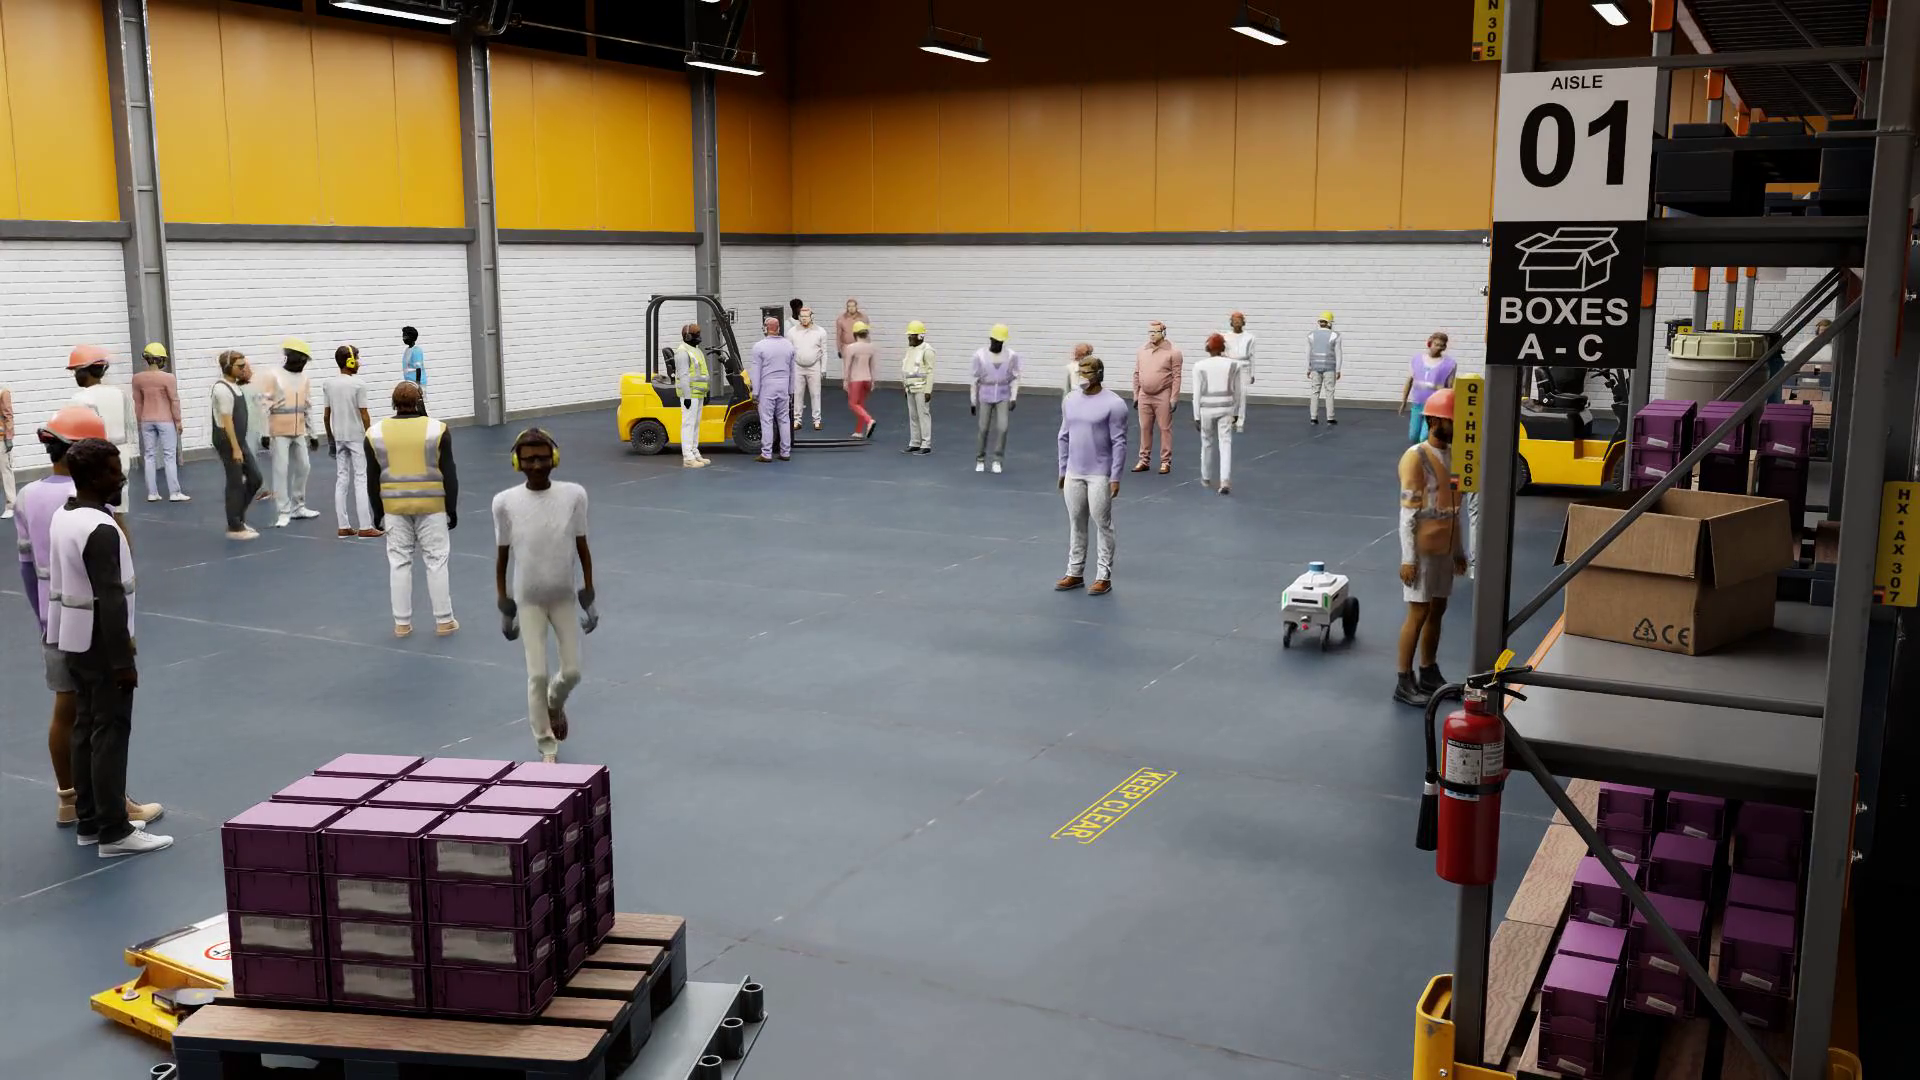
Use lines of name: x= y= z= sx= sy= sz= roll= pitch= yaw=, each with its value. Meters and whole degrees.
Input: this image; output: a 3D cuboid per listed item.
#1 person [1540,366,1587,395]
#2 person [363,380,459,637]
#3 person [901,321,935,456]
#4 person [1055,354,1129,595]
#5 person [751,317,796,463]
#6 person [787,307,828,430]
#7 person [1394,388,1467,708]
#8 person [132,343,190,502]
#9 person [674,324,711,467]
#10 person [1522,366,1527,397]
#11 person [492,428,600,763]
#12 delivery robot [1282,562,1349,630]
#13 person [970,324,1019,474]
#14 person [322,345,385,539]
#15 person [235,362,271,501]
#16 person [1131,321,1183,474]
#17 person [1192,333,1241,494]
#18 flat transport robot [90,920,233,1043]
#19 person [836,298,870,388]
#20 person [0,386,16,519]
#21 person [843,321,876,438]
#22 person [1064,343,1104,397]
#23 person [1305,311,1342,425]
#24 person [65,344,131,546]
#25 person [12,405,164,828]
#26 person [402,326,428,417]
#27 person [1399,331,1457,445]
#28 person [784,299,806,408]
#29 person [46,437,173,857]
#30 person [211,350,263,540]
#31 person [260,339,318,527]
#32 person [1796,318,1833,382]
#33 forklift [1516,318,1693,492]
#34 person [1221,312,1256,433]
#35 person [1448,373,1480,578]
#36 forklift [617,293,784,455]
person: x=8.281 y=-2.221 z=22.936 sx=0.682 sy=2.000 sz=0.536 roll=-1 pitch=10 yaw=-4
person: x=-3.906 y=-0.220 z=11.922 sx=0.619 sy=1.845 sz=0.430 roll=-1 pitch=10 yaw=-8
person: x=-0.583 y=-2.059 z=22.608 sx=0.404 sy=1.827 sz=0.601 roll=-6 pitch=12 yaw=-33
person: x=1.051 y=-0.527 z=13.422 sx=0.627 sy=1.941 sz=0.370 roll=8 pitch=12 yaw=38
person: x=-2.473 y=-1.972 z=21.908 sx=0.645 sy=1.903 sz=0.401 roll=-8 pitch=13 yaw=-39
person: x=-2.382 y=-2.649 z=25.797 sx=0.651 sy=1.907 sz=0.409 roll=0 pitch=10 yaw=2
person: x=2.890 y=0.042 z=10.125 sx=0.583 sy=1.932 sz=0.384 roll=-9 pitch=14 yaw=-43
person: x=-8.834 y=-1.290 z=18.362 sx=0.522 sy=1.761 sz=0.327 roll=1 pitch=10 yaw=6
person: x=-3.435 y=-1.861 z=21.427 sx=0.429 sy=1.844 sz=0.625 roll=1 pitch=10 yaw=7
person: x=7.666 y=-2.176 z=22.972 sx=0.358 sy=1.936 sz=0.552 roll=3 pitch=10 yaw=19
person: x=-2.198 y=0.310 z=8.830 sx=0.528 sy=1.851 sz=0.622 roll=-4 pitch=11 yaw=-21
delivery robot: x=2.525 y=0.398 z=11.799 sx=0.477 sy=0.478 sz=0.707 roll=4 pitch=11 yaw=24
person: x=0.427 y=-1.760 z=20.759 sx=0.603 sy=1.866 sz=0.683 roll=-2 pitch=10 yaw=-9
person: x=-5.868 y=-0.939 z=16.028 sx=0.518 sy=1.865 sz=0.330 roll=3 pitch=10 yaw=17
person: x=-7.863 y=-1.177 z=18.179 sx=0.528 sy=1.582 sz=0.858 roll=2 pitch=10 yaw=12
person: x=2.438 y=-1.780 z=20.769 sx=0.643 sy=1.908 sz=0.410 roll=6 pitch=12 yaw=31
person: x=2.957 y=-1.465 z=19.170 sx=0.572 sy=1.842 sz=1.009 roll=1 pitch=10 yaw=4
flat transport robot: x=-2.456 y=1.526 z=6.357 sx=0.652 sy=0.197 sz=1.431 roll=6 pitch=11 yaw=31
person: x=-2.044 y=-3.661 z=31.701 sx=0.657 sy=1.889 sz=0.519 roll=-2 pitch=10 yaw=-11
person: x=-10.039 y=-1.036 z=17.231 sx=0.522 sy=1.640 sz=0.306 roll=1 pitch=10 yaw=8
person: x=-1.438 y=-2.342 z=24.479 sx=0.533 sy=1.746 sz=0.614 roll=-9 pitch=13 yaw=-43
person: x=1.608 y=-1.687 z=21.123 sx=0.530 sy=1.600 sz=0.850 roll=9 pitch=14 yaw=43
person: x=5.813 y=-2.742 z=26.572 sx=0.591 sy=1.824 sz=0.404 roll=6 pitch=11 yaw=29
person: x=-6.911 y=-0.554 z=13.329 sx=0.483 sy=2.023 sz=0.612 roll=3 pitch=10 yaw=19
person: x=-4.153 y=0.378 z=7.911 sx=0.605 sy=2.033 sz=0.398 roll=4 pitch=11 yaw=24
person: x=-7.955 y=-2.275 z=24.266 sx=0.321 sy=1.690 sz=0.536 roll=-7 pitch=12 yaw=-35
person: x=5.675 y=-1.618 z=20.088 sx=0.628 sy=1.813 sz=0.736 roll=7 pitch=12 yaw=36
person: x=-2.908 y=-3.274 z=29.319 sx=0.412 sy=1.951 sz=0.609 roll=5 pitch=11 yaw=25
person: x=-3.937 y=0.489 z=7.599 sx=0.375 sy=1.917 sz=0.597 roll=-10 pitch=14 yaw=-44
person: x=-6.904 y=-0.895 z=15.852 sx=0.385 sy=1.830 sz=0.528 roll=-1 pitch=10 yaw=-5
person: x=-6.801 y=-1.086 z=16.849 sx=0.367 sy=1.879 sz=0.685 roll=4 pitch=11 yaw=24
person: x=10.945 y=-1.850 z=21.135 sx=0.650 sy=1.915 sz=0.652 roll=4 pitch=11 yaw=21
forklift: x=7.066 y=-1.601 z=18.899 sx=2.313 sy=2.155 sz=1.214 roll=5 pitch=11 yaw=27
person: x=4.272 y=-2.609 z=25.749 sx=0.593 sy=1.863 sz=0.855 roll=1 pitch=10 yaw=7
person: x=4.291 y=-0.537 z=14.070 sx=0.534 sy=1.740 sz=0.347 roll=4 pitch=10 yaw=20
forklift: x=-3.588 y=-2.317 z=23.042 sx=2.313 sy=2.155 sz=1.214 roll=-1 pitch=10 yaw=-5
